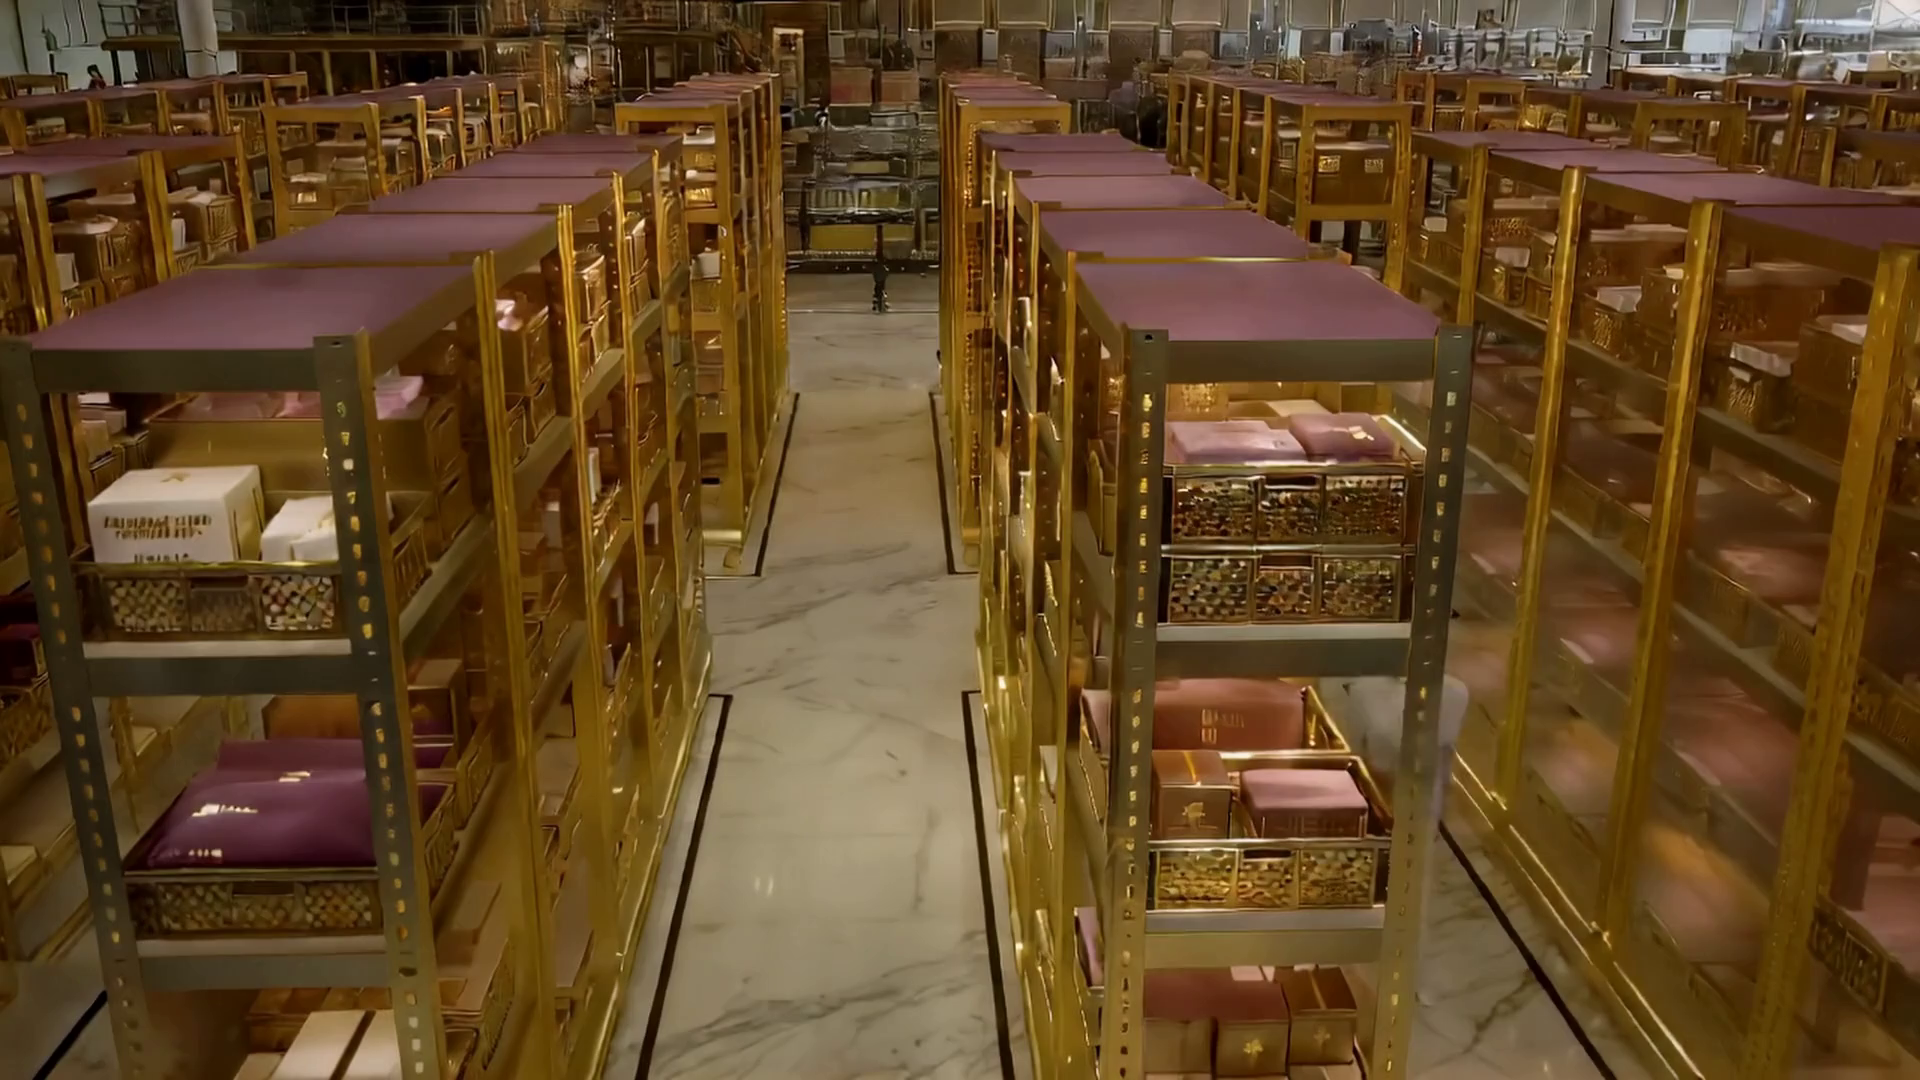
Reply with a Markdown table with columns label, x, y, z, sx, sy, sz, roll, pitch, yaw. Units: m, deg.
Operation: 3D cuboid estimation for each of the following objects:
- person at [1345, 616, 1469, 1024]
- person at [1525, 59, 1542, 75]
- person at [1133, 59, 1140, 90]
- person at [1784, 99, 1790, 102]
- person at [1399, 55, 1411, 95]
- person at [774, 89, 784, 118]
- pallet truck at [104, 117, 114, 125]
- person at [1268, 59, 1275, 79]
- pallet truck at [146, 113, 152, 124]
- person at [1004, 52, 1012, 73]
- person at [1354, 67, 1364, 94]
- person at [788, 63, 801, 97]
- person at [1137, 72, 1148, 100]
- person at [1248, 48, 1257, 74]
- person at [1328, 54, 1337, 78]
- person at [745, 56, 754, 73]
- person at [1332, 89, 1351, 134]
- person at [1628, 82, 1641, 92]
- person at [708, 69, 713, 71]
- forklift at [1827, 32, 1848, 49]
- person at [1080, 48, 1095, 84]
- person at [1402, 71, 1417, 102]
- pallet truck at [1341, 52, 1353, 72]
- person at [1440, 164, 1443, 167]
| label | x | y | z | sx | sy | sz | roll | pitch | yaw |
| --- | --- | --- | --- | --- | --- | --- | --- | --- | --- |
| person | 1.918 | 1.158 | 7.380 | 0.577 | 1.822 | 0.763 | -3 | 18 | -8 |
| person | 24.060 | -19.143 | 69.846 | 0.688 | 2.000 | 0.536 | 5 | 19 | 15 |
| person | 8.070 | -21.224 | 76.613 | 0.801 | 1.845 | 0.521 | -11 | 21 | -30 |
| person | 28.903 | -15.229 | 58.078 | 1.031 | 1.826 | 0.590 | 11 | 21 | 32 |
| person | 21.167 | -21.994 | 78.859 | 0.702 | 1.917 | 0.661 | -9 | 20 | -26 |
| person | -7.059 | -17.269 | 64.525 | 0.751 | 1.737 | 0.550 | 5 | 19 | 16 |
| pallet truck | -18.367 | -7.885 | 35.078 | 1.885 | 1.965 | 0.823 | 1 | 18 | 2 |
| person | 15.045 | -22.346 | 80.307 | 0.317 | 1.696 | 0.540 | 7 | 19 | 20 |
| pallet truck | -18.087 | -8.309 | 36.390 | 1.885 | 1.965 | 0.823 | -1 | 18 | -4 |
| person | 2.474 | -24.339 | 86.187 | 0.563 | 1.886 | 1.005 | -15 | 23 | -38 |
| person | 15.583 | -17.462 | 64.860 | 0.649 | 1.902 | 0.602 | 13 | 22 | 35 |
| person | -6.814 | -18.645 | 68.455 | 0.477 | 1.944 | 0.630 | 13 | 22 | 34 |
| person | 6.790 | -16.185 | 60.985 | 1.028 | 1.855 | 0.600 | 2 | 18 | 6 |
| person | 16.365 | -26.642 | 93.305 | 0.596 | 1.889 | 0.926 | -4 | 18 | -13 |
| person | 18.708 | -23.549 | 83.829 | 0.545 | 1.831 | 0.632 | 11 | 21 | 30 |
| person | -10.624 | -23.608 | 84.193 | 0.505 | 1.704 | 0.457 | -2 | 18 | -5 |
| person | 11.552 | -12.686 | 50.236 | 0.616 | 1.803 | 0.743 | 0 | 18 | 1 |
| person | 24.366 | -15.951 | 60.139 | 0.549 | 1.935 | 0.366 | -8 | 20 | -25 |
| person | -9.766 | -17.494 | 65.129 | 0.970 | 1.795 | 0.535 | -9 | 20 | -27 |
| forklift | 46.024 | -25.320 | 87.618 | 1.129 | 2.768 | 1.873 | -1 | 18 | -2 |
| person | 7.070 | -26.084 | 91.491 | 1.033 | 1.944 | 0.625 | -16 | 24 | -40 |
| person | 17.177 | -16.995 | 63.566 | 0.549 | 1.818 | 0.994 | 13 | 22 | 34 |
| pallet truck | 18.794 | -23.123 | 82.231 | 0.823 | 1.965 | 1.885 | -13 | 22 | -35 |
| person | 12.896 | -10.873 | 44.942 | 0.496 | 1.604 | 0.731 | 0 | 18 | 1 |
